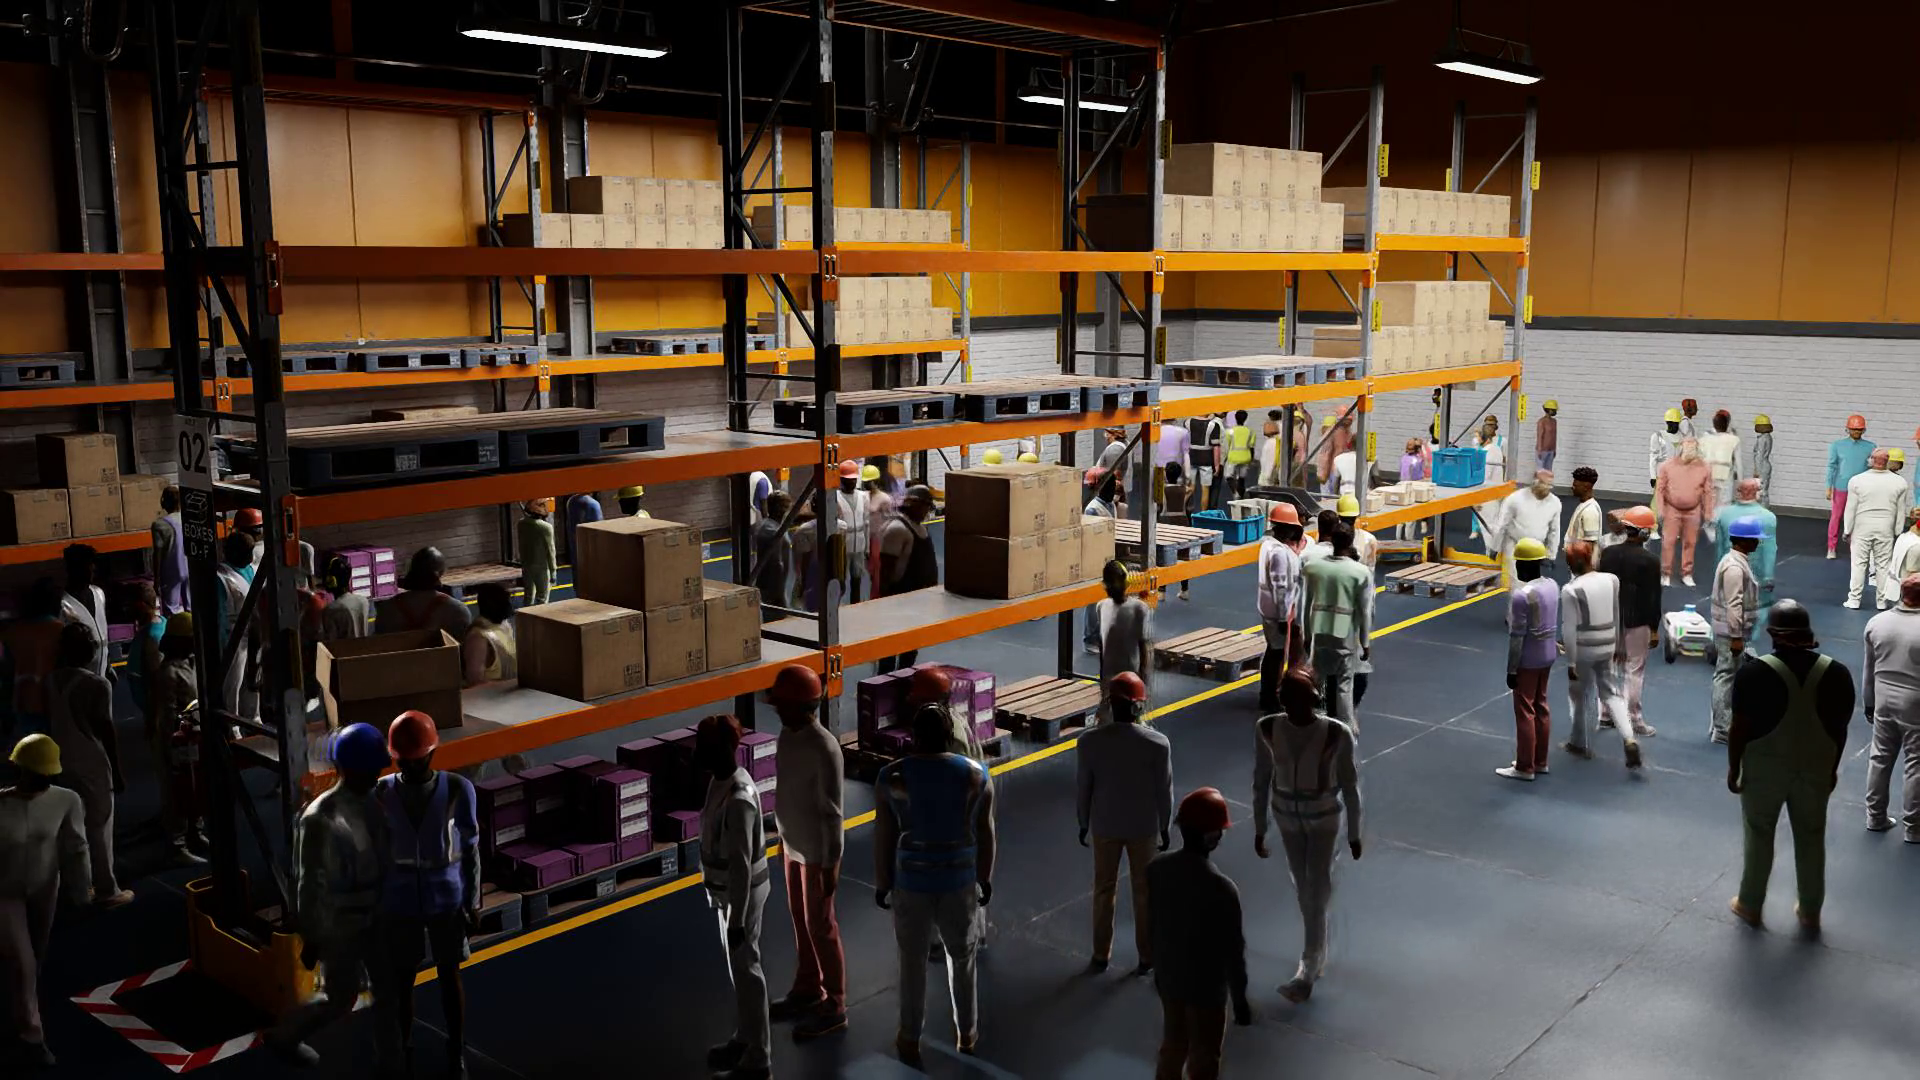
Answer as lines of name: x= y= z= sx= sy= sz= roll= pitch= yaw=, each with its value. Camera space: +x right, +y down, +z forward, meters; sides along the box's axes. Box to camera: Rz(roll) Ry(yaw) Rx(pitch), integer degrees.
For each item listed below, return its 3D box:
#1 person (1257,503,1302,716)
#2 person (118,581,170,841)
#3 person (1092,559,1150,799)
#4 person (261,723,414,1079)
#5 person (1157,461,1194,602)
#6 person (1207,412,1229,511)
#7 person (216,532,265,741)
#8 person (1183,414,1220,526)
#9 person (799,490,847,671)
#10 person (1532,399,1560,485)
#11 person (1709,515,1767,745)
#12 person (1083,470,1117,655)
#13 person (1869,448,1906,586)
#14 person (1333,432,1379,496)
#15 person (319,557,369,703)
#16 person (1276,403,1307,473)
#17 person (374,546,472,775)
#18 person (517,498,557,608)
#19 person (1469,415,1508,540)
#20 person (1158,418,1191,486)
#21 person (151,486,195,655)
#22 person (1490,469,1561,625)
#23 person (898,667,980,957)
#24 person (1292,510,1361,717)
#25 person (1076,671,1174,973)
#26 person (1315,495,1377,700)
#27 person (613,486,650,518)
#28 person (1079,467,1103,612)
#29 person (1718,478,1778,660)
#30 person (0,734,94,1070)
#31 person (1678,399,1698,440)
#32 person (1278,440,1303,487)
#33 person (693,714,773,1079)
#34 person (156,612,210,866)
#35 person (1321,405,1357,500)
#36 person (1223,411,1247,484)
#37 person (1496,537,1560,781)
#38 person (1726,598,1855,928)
person: x=2.860 y=0.625 z=14.911 sx=0.377 sy=1.926 sz=0.544 roll=0 pitch=10 yaw=1
person: x=-5.677 y=1.193 z=11.770 sx=0.389 sy=1.837 sz=0.563 roll=-4 pitch=10 yaw=-24
person: x=1.282 y=1.035 z=12.751 sx=0.506 sy=1.831 sz=0.871 roll=6 pitch=11 yaw=34
person: x=-3.015 y=1.784 z=8.038 sx=0.755 sy=1.912 sz=0.661 roll=4 pitch=10 yaw=20
person: x=2.542 y=-0.102 z=19.950 sx=0.533 sy=1.691 sz=0.322 roll=-2 pitch=10 yaw=-11
person: x=3.967 y=-1.203 z=25.603 sx=0.382 sy=1.995 sz=0.612 roll=1 pitch=10 yaw=3
person: x=-5.987 y=0.839 z=13.890 sx=0.430 sy=1.839 sz=0.619 roll=3 pitch=10 yaw=15
person: x=3.692 y=-1.192 z=25.442 sx=0.613 sy=2.033 sz=0.410 roll=5 pitch=11 yaw=29
person: x=-1.354 y=0.411 z=16.414 sx=0.507 sy=1.847 sz=0.345 roll=-5 pitch=11 yaw=-28
person: x=9.945 y=-1.511 z=28.161 sx=0.530 sy=1.760 sz=0.342 roll=-7 pitch=12 yaw=-38
person: x=6.545 y=0.754 z=14.057 sx=0.386 sy=1.948 sz=0.605 roll=4 pitch=10 yaw=23
person: x=1.457 y=0.223 z=17.327 sx=0.373 sy=1.915 sz=0.594 roll=4 pitch=10 yaw=24
person: x=11.657 y=-0.287 z=20.888 sx=0.294 sy=1.744 sz=0.487 roll=8 pitch=12 yaw=40
person: x=5.301 y=-0.530 z=22.223 sx=0.624 sy=1.796 sz=0.897 roll=2 pitch=10 yaw=12
person: x=-4.639 y=1.049 z=12.579 sx=0.323 sy=1.857 sz=0.516 roll=3 pitch=10 yaw=18
person: x=5.192 y=-1.247 z=26.220 sx=0.358 sy=1.880 sz=0.576 roll=-9 pitch=13 yaw=-44
person: x=-3.864 y=1.033 z=12.116 sx=0.695 sy=2.000 sz=0.539 roll=0 pitch=10 yaw=-1
person: x=-4.482 y=0.316 z=17.650 sx=0.506 sy=1.624 sz=0.286 roll=6 pitch=11 yaw=32
person: x=7.711 y=-0.909 z=24.298 sx=0.507 sy=1.846 sz=0.345 roll=4 pitch=10 yaw=21
person: x=3.051 y=-0.996 z=24.313 sx=0.652 sy=2.015 sz=0.462 roll=1 pitch=10 yaw=7
person: x=-7.841 y=0.374 z=16.684 sx=0.360 sy=1.834 sz=0.520 roll=7 pitch=12 yaw=36
person: x=6.207 y=0.129 z=18.143 sx=0.670 sy=1.831 sz=0.986 roll=-2 pitch=10 yaw=-11
person: x=-0.167 y=1.588 z=9.727 sx=0.637 sy=1.721 sz=0.599 roll=-1 pitch=10 yaw=-8
person: x=3.219 y=0.688 z=14.592 sx=0.598 sy=1.905 sz=0.391 roll=-3 pitch=10 yaw=-16
person: x=0.946 y=1.613 z=9.534 sx=0.560 sy=1.744 sz=0.338 roll=2 pitch=10 yaw=12
person: x=3.565 y=0.532 z=15.443 sx=0.587 sy=1.928 sz=0.382 roll=0 pitch=10 yaw=0
person: x=-3.236 y=0.342 z=16.624 sx=0.408 sy=1.918 sz=0.584 roll=-2 pitch=10 yaw=-11
person: x=1.499 y=0.023 z=19.035 sx=0.517 sy=1.732 sz=0.574 roll=2 pitch=10 yaw=10
person: x=7.996 y=0.312 z=16.854 sx=0.435 sy=1.890 sz=0.683 roll=-5 pitch=11 yaw=-28
person: x=-4.732 y=1.806 z=8.456 sx=0.743 sy=1.703 sz=0.539 roll=9 pitch=13 yaw=41
person: x=11.628 y=-1.324 z=26.664 sx=0.356 sy=1.883 sz=0.572 roll=3 pitch=10 yaw=17
person: x=4.324 y=-0.468 z=21.928 sx=0.340 sy=1.761 sz=0.528 roll=8 pitch=13 yaw=41
person: x=-1.122 y=1.769 z=8.229 sx=0.358 sy=1.877 sz=0.575 roll=-3 pitch=10 yaw=-15
person: x=-5.217 y=1.335 z=11.247 sx=0.336 sy=1.734 sz=0.487 roll=0 pitch=10 yaw=-2
person: x=5.649 y=-0.998 z=24.466 sx=0.760 sy=1.959 sz=0.619 roll=9 pitch=13 yaw=43
person: x=5.022 y=-1.851 z=30.613 sx=0.535 sy=1.615 sz=0.667 roll=3 pitch=10 yaw=15
person: x=4.474 y=0.931 z=13.109 sx=0.582 sy=1.919 sz=0.397 roll=-8 pitch=12 yaw=-40
person: x=5.072 y=1.345 z=10.255 sx=0.697 sy=2.000 sz=0.536 roll=1 pitch=10 yaw=9
